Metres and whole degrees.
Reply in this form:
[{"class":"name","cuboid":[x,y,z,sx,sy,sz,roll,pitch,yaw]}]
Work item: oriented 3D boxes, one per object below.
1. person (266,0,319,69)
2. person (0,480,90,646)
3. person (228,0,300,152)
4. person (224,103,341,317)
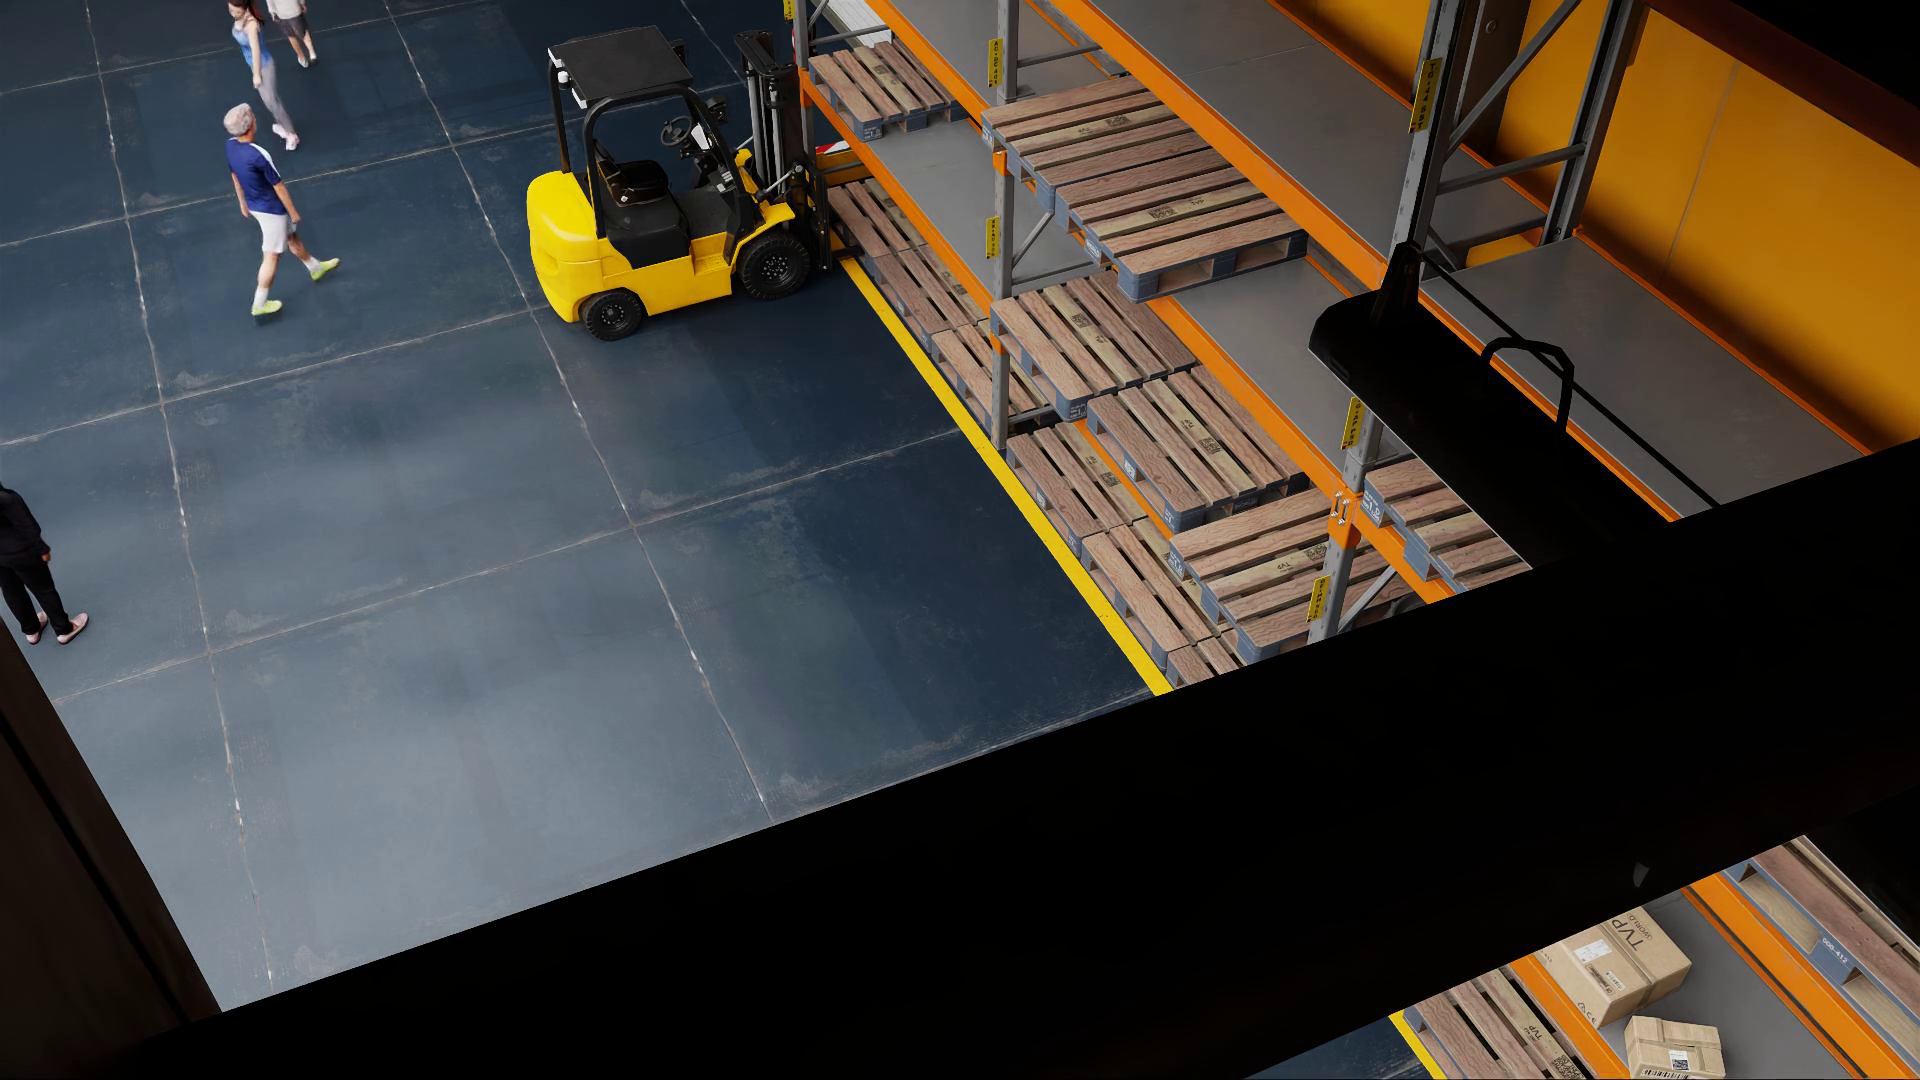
[{"class":"person","cuboid":[-6.830,-5.379,16.919,0.565,1.260,0.635,-23,48,-23]},{"class":"person","cuboid":[-6.271,0.061,10.952,0.763,1.615,0.783,3,44,3]},{"class":"person","cuboid":[-6.628,-4.510,15.772,0.782,1.585,0.469,-9,44,-10]},{"class":"person","cuboid":[-5.758,-2.680,13.700,1.233,1.794,1.122,24,49,23]}]
